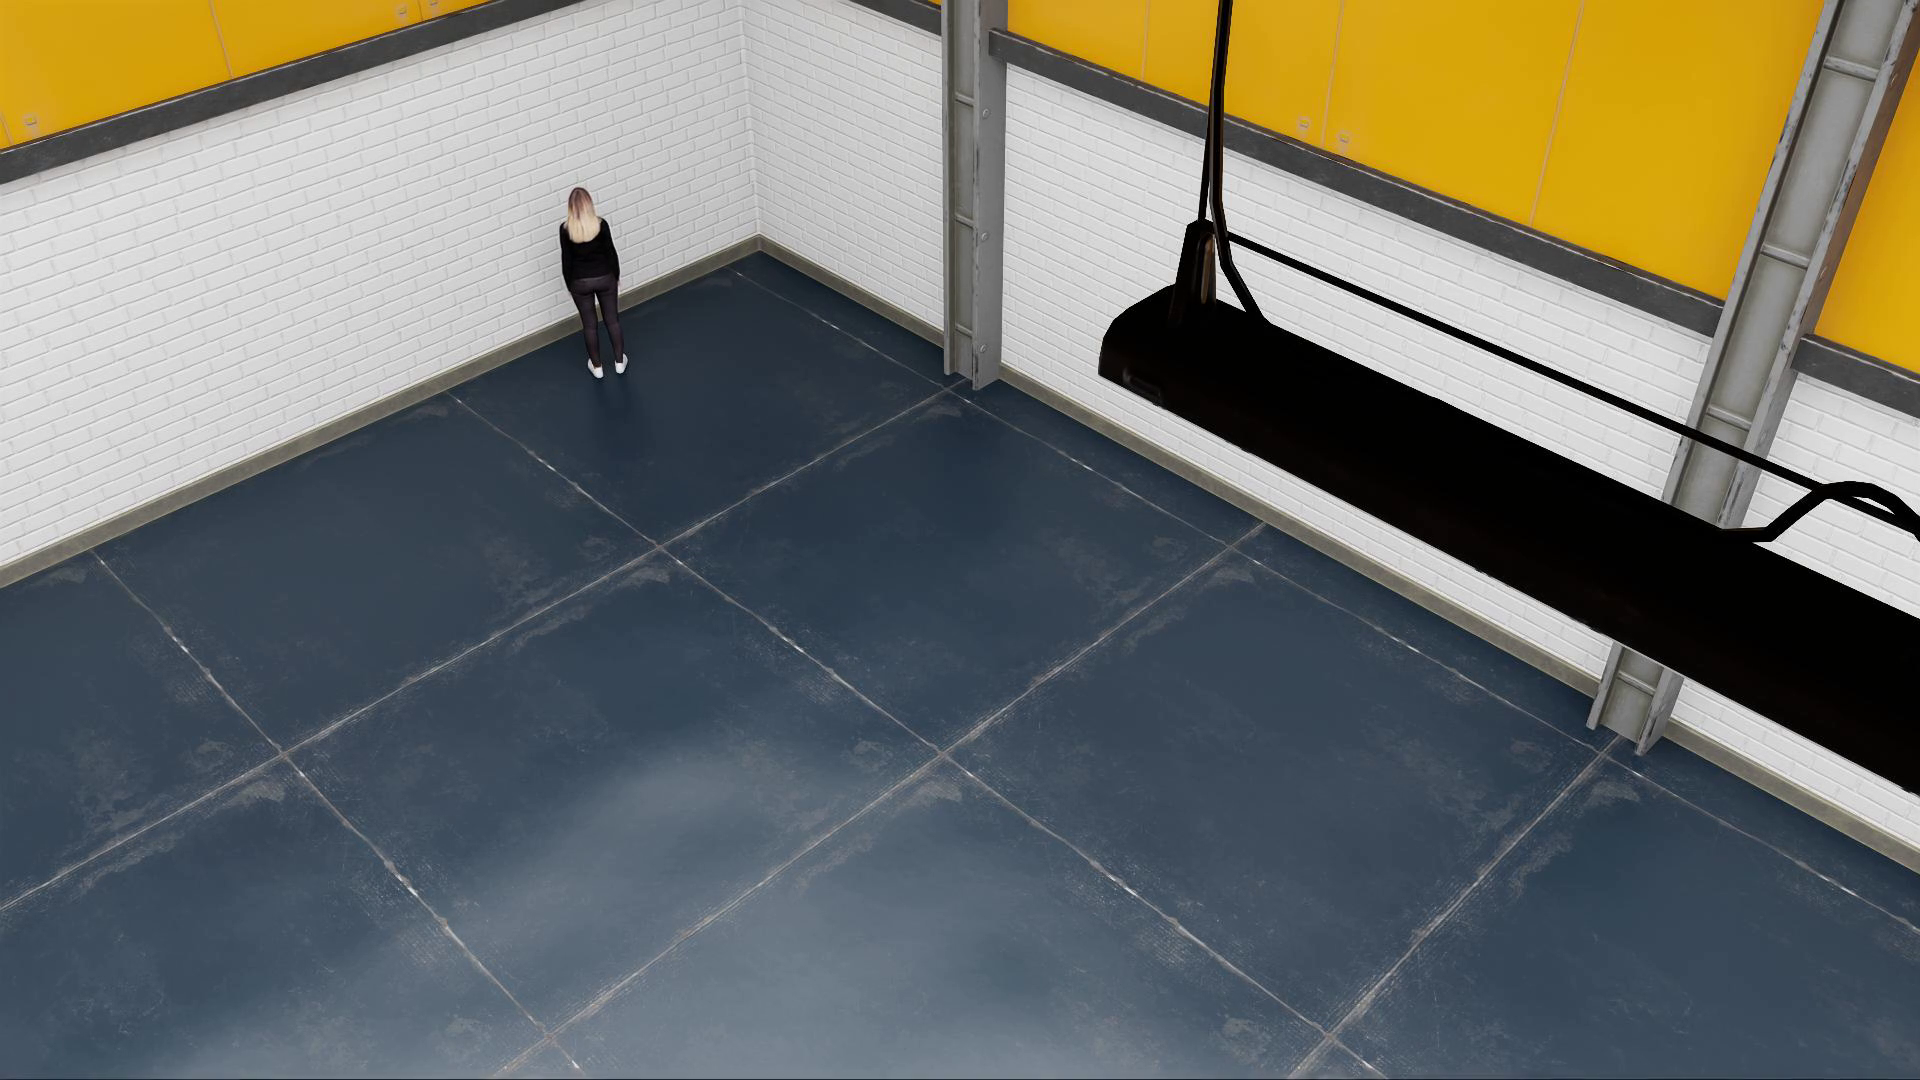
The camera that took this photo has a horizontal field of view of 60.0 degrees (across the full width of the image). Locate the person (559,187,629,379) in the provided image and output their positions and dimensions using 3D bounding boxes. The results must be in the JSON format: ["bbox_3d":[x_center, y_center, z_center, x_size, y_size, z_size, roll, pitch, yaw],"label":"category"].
[{"bbox_3d":[-3.030,-2.116,13.714,0.696,1.685,0.694,-10,40,-13],"label":"person"}]
